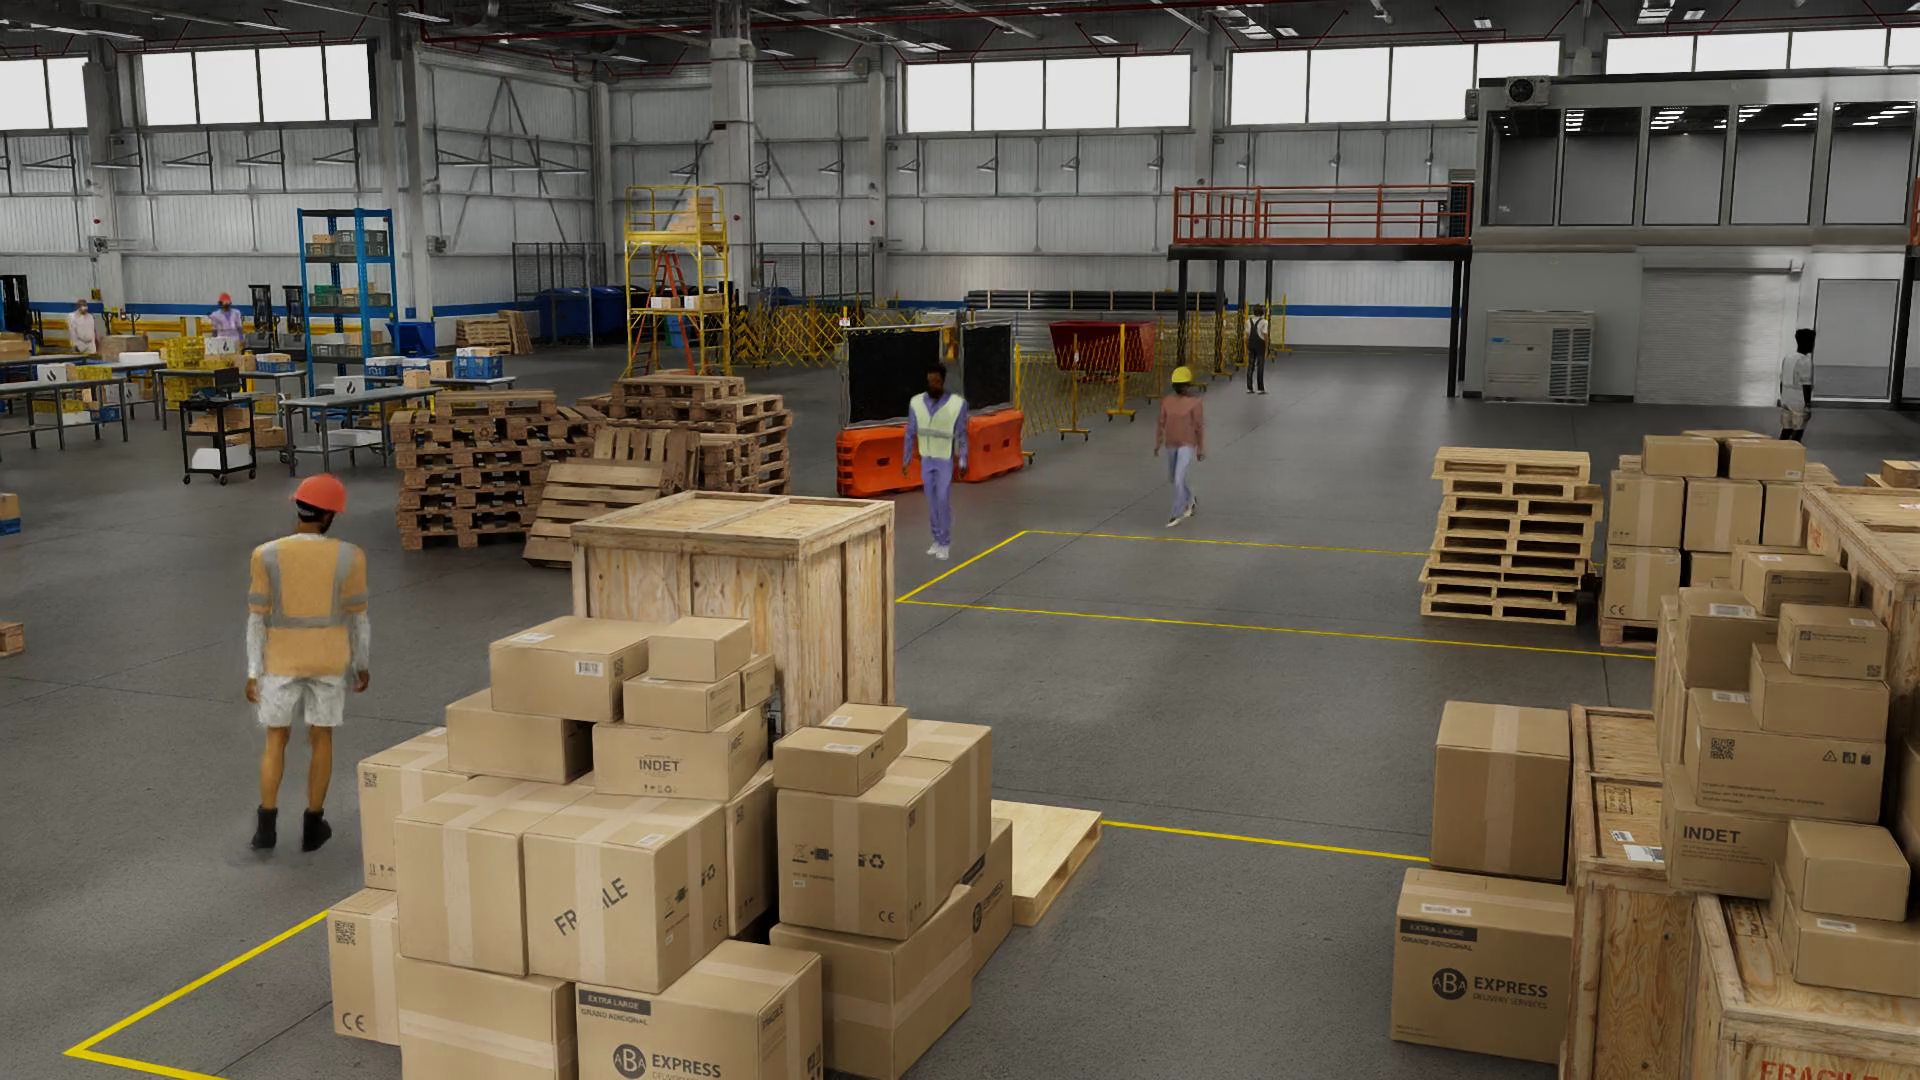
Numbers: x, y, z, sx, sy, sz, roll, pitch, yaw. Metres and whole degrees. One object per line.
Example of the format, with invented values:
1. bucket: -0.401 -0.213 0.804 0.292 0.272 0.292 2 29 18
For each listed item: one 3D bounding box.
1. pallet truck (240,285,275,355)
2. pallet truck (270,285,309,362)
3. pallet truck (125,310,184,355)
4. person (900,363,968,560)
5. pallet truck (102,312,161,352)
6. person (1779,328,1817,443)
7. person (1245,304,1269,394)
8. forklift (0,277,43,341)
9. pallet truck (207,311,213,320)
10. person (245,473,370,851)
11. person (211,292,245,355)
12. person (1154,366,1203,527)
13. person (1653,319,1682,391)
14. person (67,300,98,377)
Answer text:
1. pallet truck: -18.327 -5.835 44.421 0.823 1.965 1.885 4 11 23
2. pallet truck: -17.147 -5.700 43.663 0.823 1.965 1.885 3 11 17
3. pallet truck: -22.038 -5.665 45.457 0.704 1.261 1.522 3 11 17
4. person: -0.267 -0.759 16.142 0.613 1.894 0.712 5 11 26
5. pallet truck: -23.057 -5.777 46.261 0.680 1.201 1.601 3 11 19
6. person: 10.894 -1.775 21.645 0.362 1.963 0.614 -1 10 -3
7. person: 6.058 -3.890 33.894 0.520 1.844 0.330 8 13 38
8. forklift: -27.151 -6.329 46.328 1.157 1.987 2.680 3 11 17
9. pallet truck: -19.537 -5.575 44.913 0.653 1.274 1.630 3 11 19
10. person: -3.289 0.611 8.423 0.600 1.889 0.487 -4 11 -21
11. person: -15.730 -4.311 35.752 0.635 2.032 0.581 -8 13 -38
12. person: 2.439 -1.044 18.176 0.526 1.740 0.769 8 13 38
13. person: 14.330 -3.898 33.789 0.639 1.898 0.396 0 10 -2
14. person: -18.529 -4.146 35.280 0.924 1.871 0.660 5 11 28
